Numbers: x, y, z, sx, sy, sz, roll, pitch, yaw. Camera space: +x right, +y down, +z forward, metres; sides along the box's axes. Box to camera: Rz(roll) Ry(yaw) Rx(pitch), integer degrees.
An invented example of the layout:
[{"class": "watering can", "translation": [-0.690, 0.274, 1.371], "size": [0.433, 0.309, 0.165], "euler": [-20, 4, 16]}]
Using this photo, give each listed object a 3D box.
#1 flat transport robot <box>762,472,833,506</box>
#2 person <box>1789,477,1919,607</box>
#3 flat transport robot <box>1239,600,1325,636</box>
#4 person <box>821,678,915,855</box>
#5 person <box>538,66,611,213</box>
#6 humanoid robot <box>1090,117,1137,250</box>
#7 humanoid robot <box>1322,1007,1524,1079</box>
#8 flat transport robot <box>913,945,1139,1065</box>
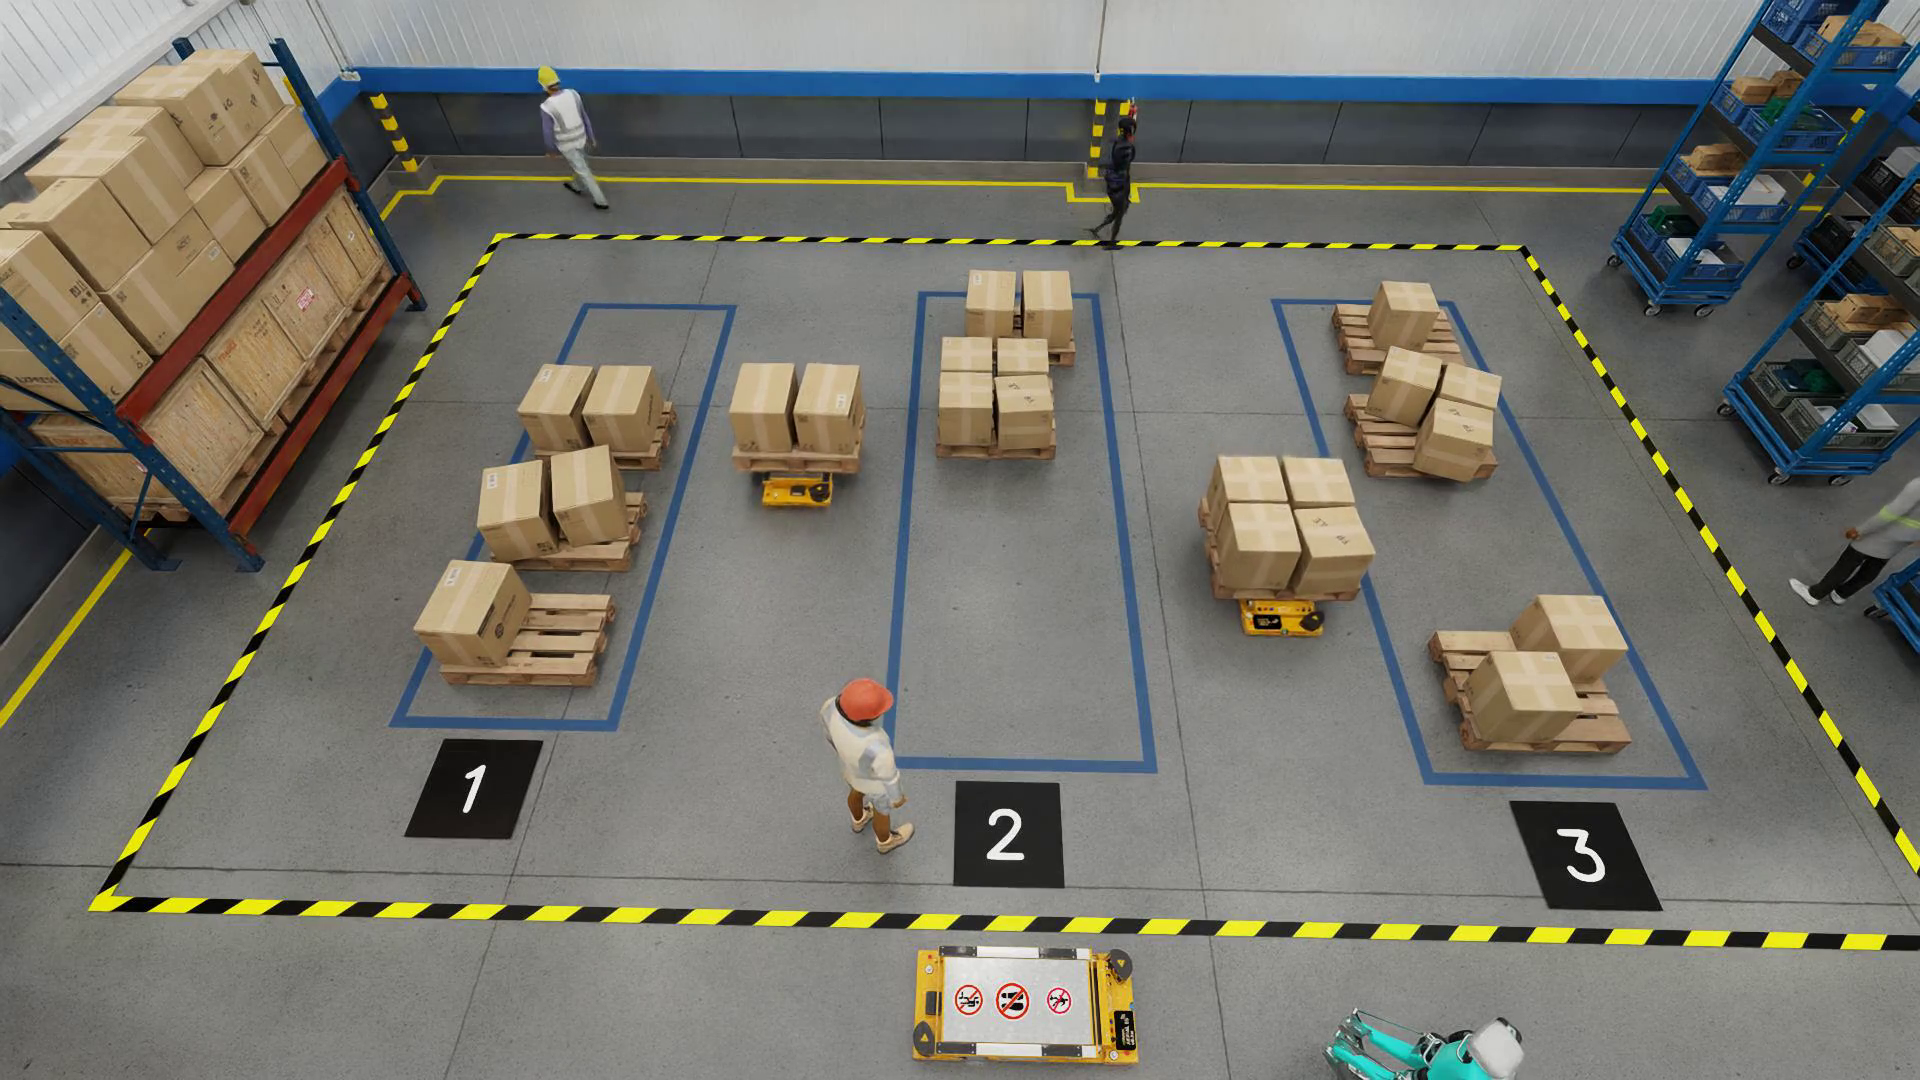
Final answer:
[{"class": "flat transport robot", "translation": [-1.565, -0.940, 9.234], "size": [0.652, 0.197, 1.431], "euler": [1, 51, 1]}, {"class": "person", "translation": [7.692, -0.117, 7.560], "size": [0.596, 1.850, 0.397], "euler": [1, 51, 0]}, {"class": "flat transport robot", "translation": [2.804, 0.217, 8.291], "size": [0.652, 0.197, 1.431], "euler": [1, 51, 1]}, {"class": "person", "translation": [-0.593, 1.510, 6.113], "size": [0.613, 2.039, 0.381], "euler": [36, 59, 26]}, {"class": "person", "translation": [-4.991, -5.089, 11.656], "size": [0.922, 1.780, 0.614], "euler": [24, 55, 18]}, {"class": "humanoid robot", "translation": [1.865, -4.263, 11.051], "size": [0.421, 1.639, 0.608], "euler": [-7, 51, -6]}, {"class": "humanoid robot", "translation": [2.442, 2.847, 5.134], "size": [0.533, 1.672, 0.735], "euler": [-35, 59, -25]}, {"class": "flat transport robot", "translation": [0.422, 3.041, 6.007], "size": [1.431, 0.231, 0.659], "euler": [1, 51, 1]}]
